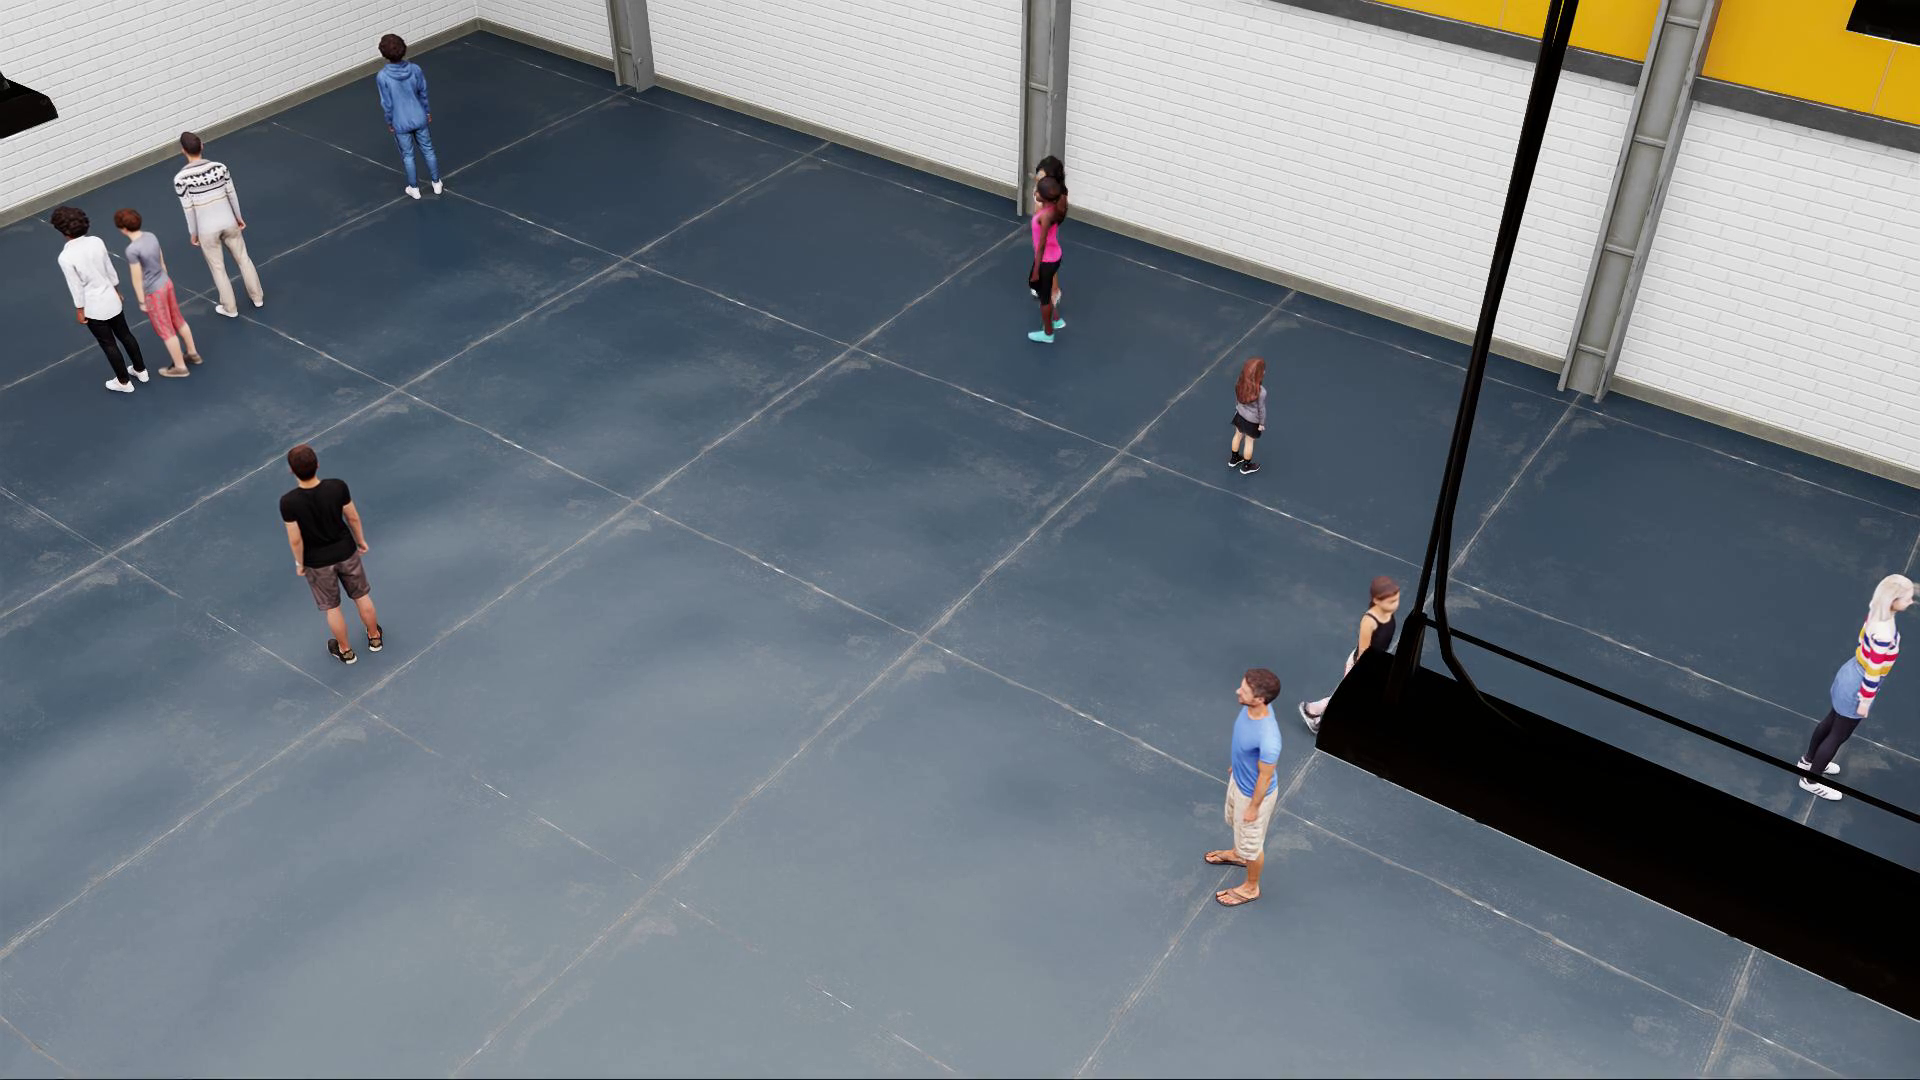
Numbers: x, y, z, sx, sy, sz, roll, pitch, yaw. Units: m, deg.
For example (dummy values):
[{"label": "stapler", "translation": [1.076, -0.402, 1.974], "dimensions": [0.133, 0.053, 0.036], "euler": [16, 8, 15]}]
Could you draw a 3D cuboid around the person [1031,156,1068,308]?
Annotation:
[{"label": "person", "translation": [0.824, -3.031, 16.178], "dimensions": [0.742, 1.596, 0.712], "euler": [9, 39, 11]}]

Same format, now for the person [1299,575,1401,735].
[{"label": "person", "translation": [2.716, 0.836, 11.382], "dimensions": [1.032, 1.538, 0.602], "euler": [31, 48, 33]}]

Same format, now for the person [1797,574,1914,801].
[{"label": "person", "translation": [5.947, 0.949, 11.023], "dimensions": [0.610, 1.809, 0.701], "euler": [14, 41, 17]}]

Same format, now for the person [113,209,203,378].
[{"label": "person", "translation": [-7.317, -2.261, 15.174], "dimensions": [0.638, 1.646, 0.639], "euler": [8, 39, 10]}]

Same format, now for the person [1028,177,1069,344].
[{"label": "person", "translation": [0.897, -2.596, 15.538], "dimensions": [0.707, 1.714, 0.665], "euler": [10, 40, 12]}]

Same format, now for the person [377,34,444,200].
[{"label": "person", "translation": [-5.946, -4.570, 17.932], "dimensions": [0.757, 1.811, 0.737], "euler": [-19, 43, -23]}]

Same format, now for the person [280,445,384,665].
[{"label": "person", "translation": [-4.565, 0.105, 12.039], "dimensions": [0.756, 1.861, 0.691], "euler": [-25, 45, -28]}]

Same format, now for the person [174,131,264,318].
[{"label": "person", "translation": [-7.145, -3.027, 15.961], "dimensions": [0.608, 1.860, 0.726], "euler": [31, 48, 33]}]

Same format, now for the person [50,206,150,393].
[{"label": "person", "translation": [-7.724, -2.159, 14.914], "dimensions": [0.597, 1.809, 0.667], "euler": [16, 41, 19]}]

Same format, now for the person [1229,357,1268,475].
[{"label": "person", "translation": [2.453, -1.079, 14.127], "dimensions": [0.582, 1.105, 0.455], "euler": [-25, 45, -28]}]

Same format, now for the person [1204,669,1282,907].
[{"label": "person", "translation": [1.807, 1.501, 10.290], "dimensions": [0.769, 1.862, 0.730], "euler": [-3, 39, -4]}]
